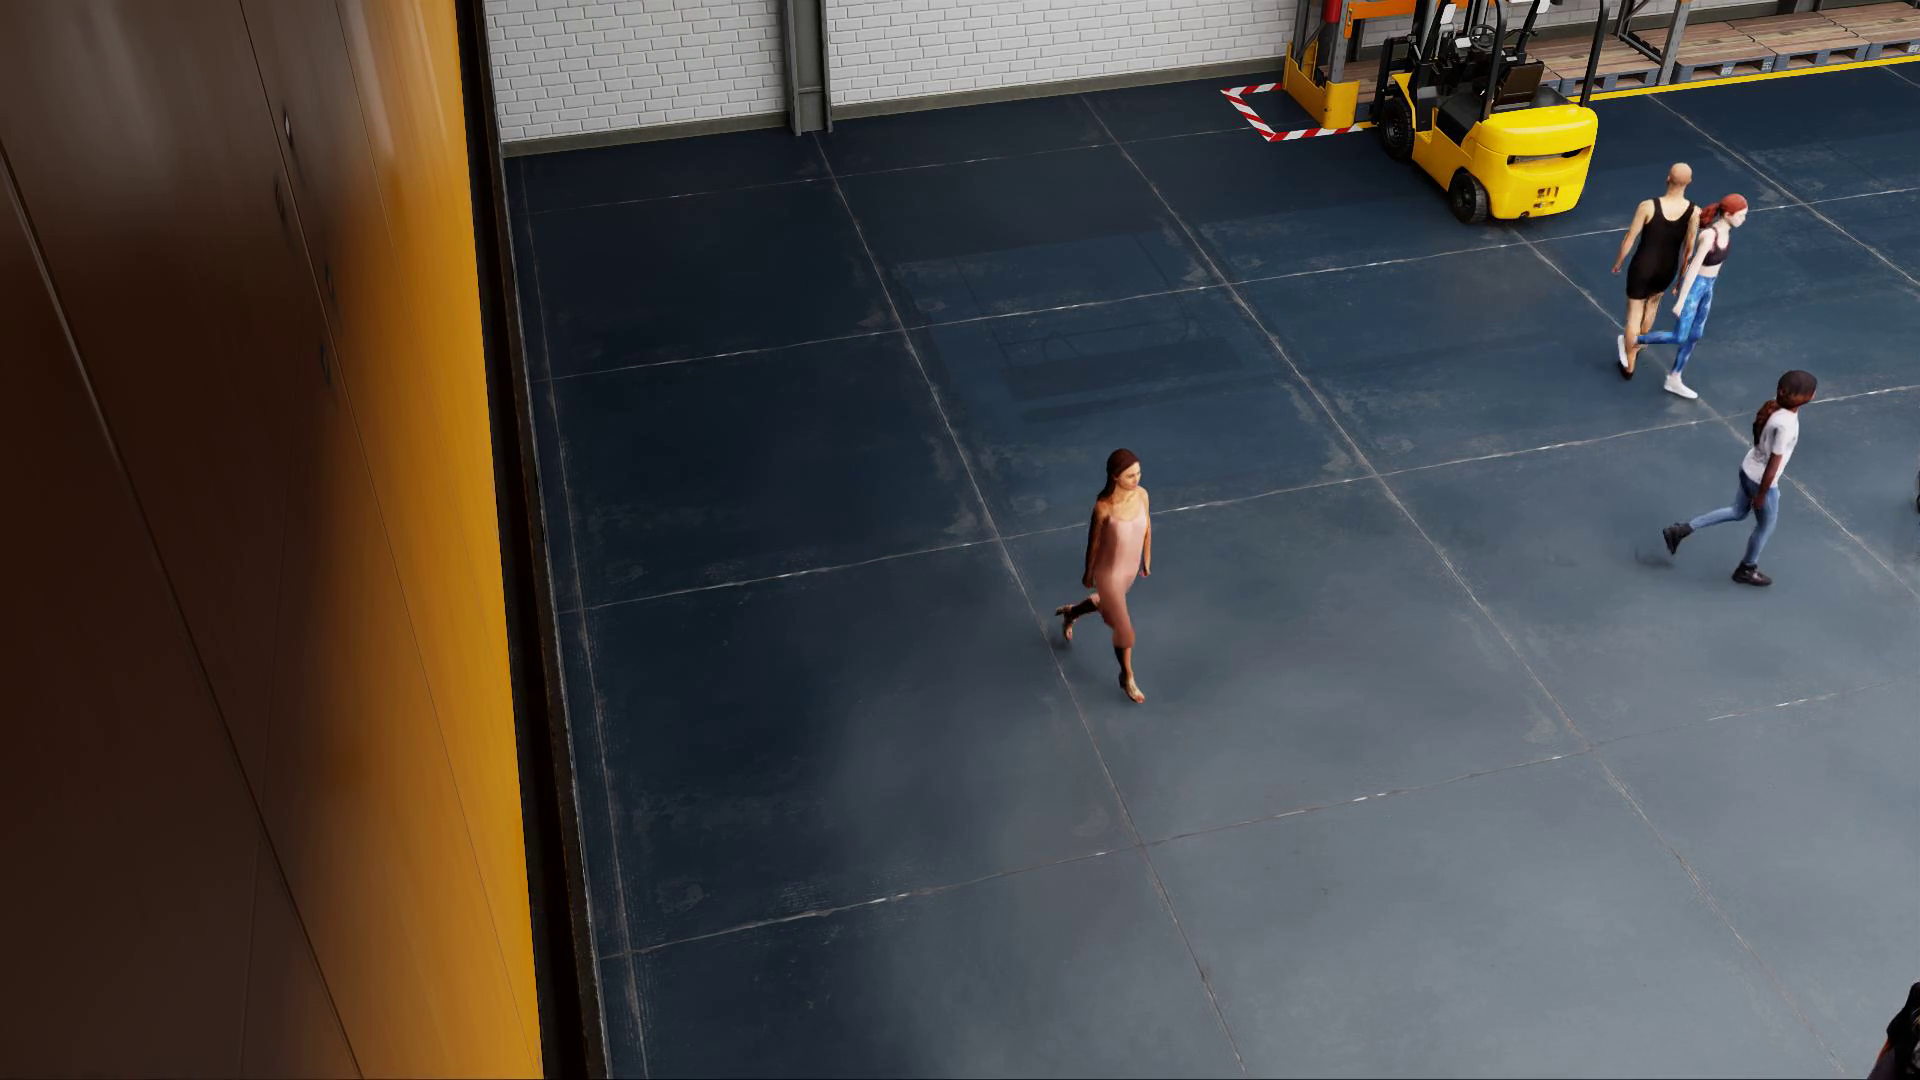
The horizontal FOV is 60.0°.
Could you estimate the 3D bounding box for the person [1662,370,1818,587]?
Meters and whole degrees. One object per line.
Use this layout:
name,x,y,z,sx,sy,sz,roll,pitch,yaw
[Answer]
person,5.311,-0.421,11.233,1.098,1.701,0.902,9,39,11

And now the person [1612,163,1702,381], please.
person,5.526,-2.085,13.244,0.826,1.792,0.871,3,39,4

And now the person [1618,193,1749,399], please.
person,5.703,-1.952,13.097,0.977,1.767,0.930,-31,48,-33

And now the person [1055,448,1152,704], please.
person,0.911,0.151,10.441,1.122,1.797,0.932,-26,46,-29
